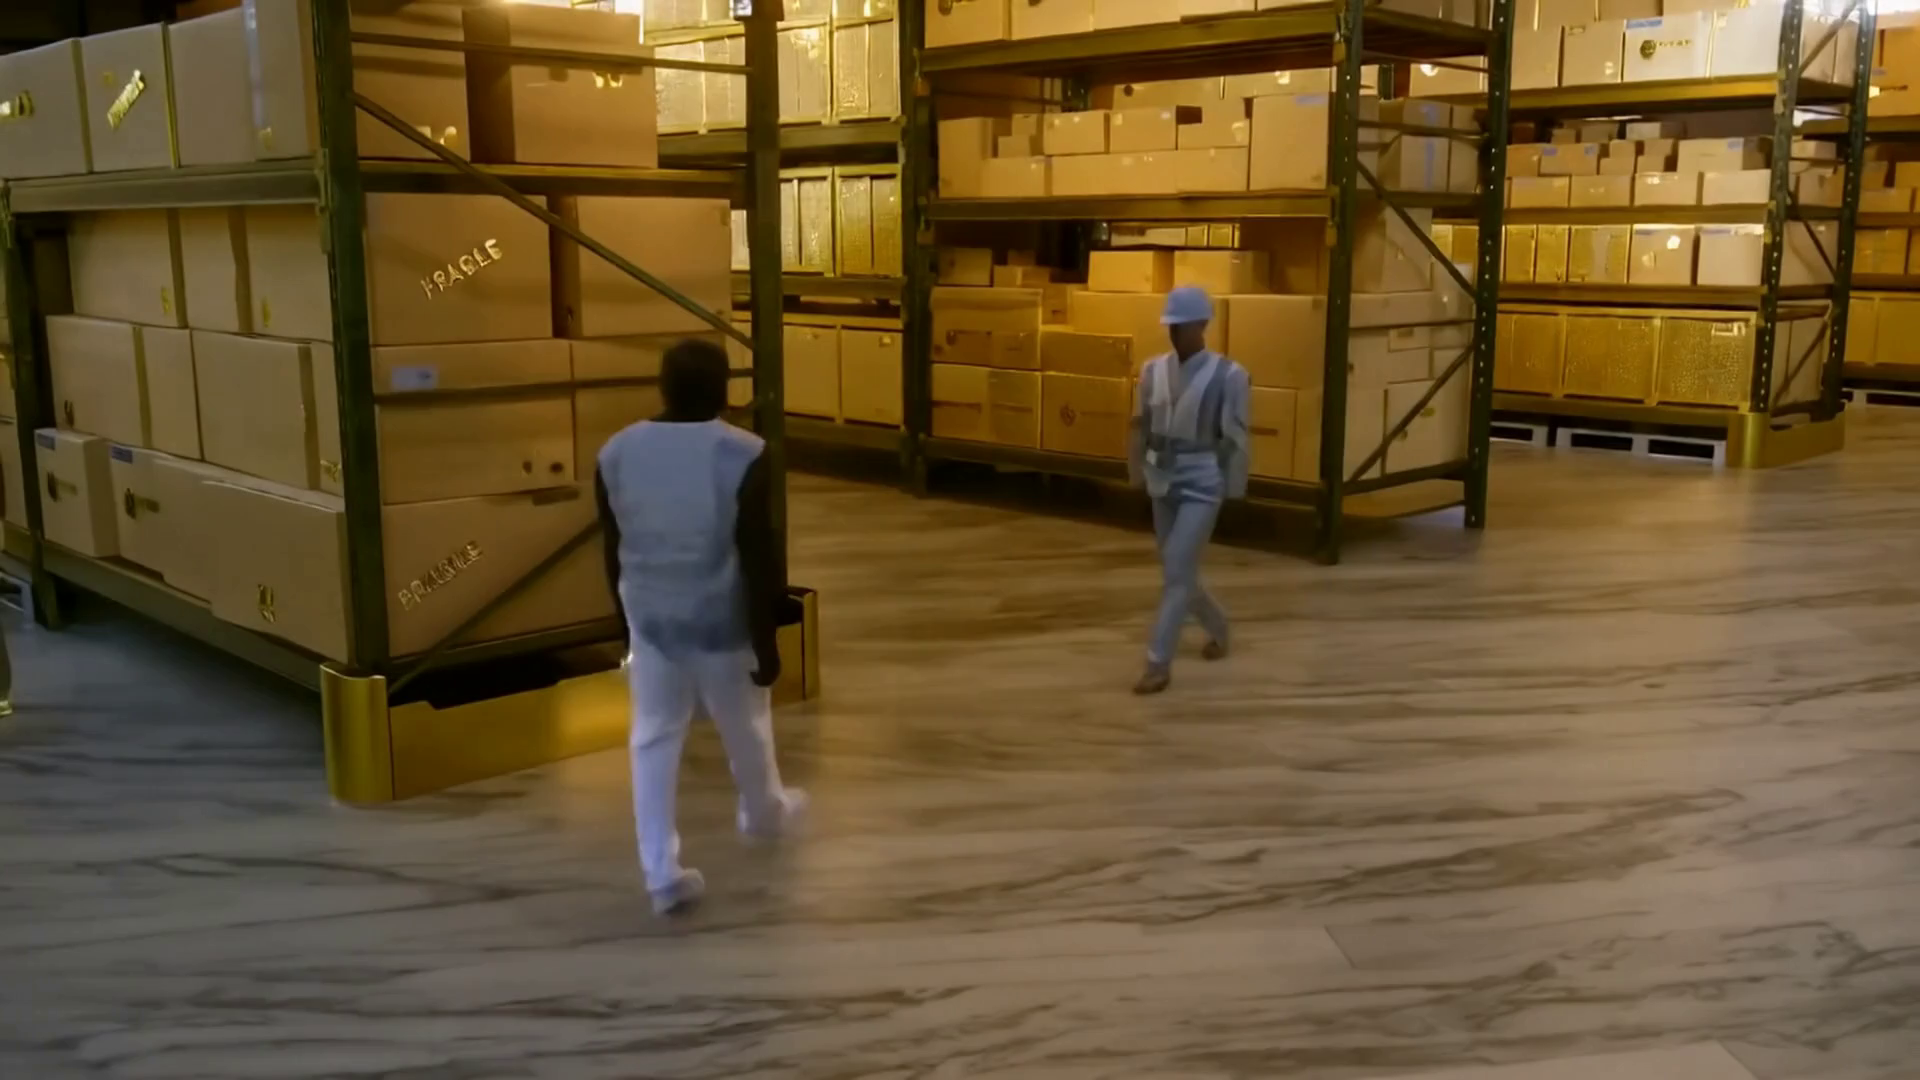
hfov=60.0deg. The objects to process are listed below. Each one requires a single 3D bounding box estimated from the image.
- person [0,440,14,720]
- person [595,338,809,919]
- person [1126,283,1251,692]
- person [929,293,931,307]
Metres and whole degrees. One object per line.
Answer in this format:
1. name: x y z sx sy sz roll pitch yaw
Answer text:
1. person: -4.412 -0.059 7.205 0.533 1.772 0.297 -9 14 -42
2. person: -0.811 0.247 5.434 0.654 1.802 0.901 3 11 16
3. person: 1.120 -0.282 8.040 0.624 1.916 0.917 9 14 40
4. person: -0.374 -2.125 18.901 0.536 1.602 0.793 -8 13 -38
